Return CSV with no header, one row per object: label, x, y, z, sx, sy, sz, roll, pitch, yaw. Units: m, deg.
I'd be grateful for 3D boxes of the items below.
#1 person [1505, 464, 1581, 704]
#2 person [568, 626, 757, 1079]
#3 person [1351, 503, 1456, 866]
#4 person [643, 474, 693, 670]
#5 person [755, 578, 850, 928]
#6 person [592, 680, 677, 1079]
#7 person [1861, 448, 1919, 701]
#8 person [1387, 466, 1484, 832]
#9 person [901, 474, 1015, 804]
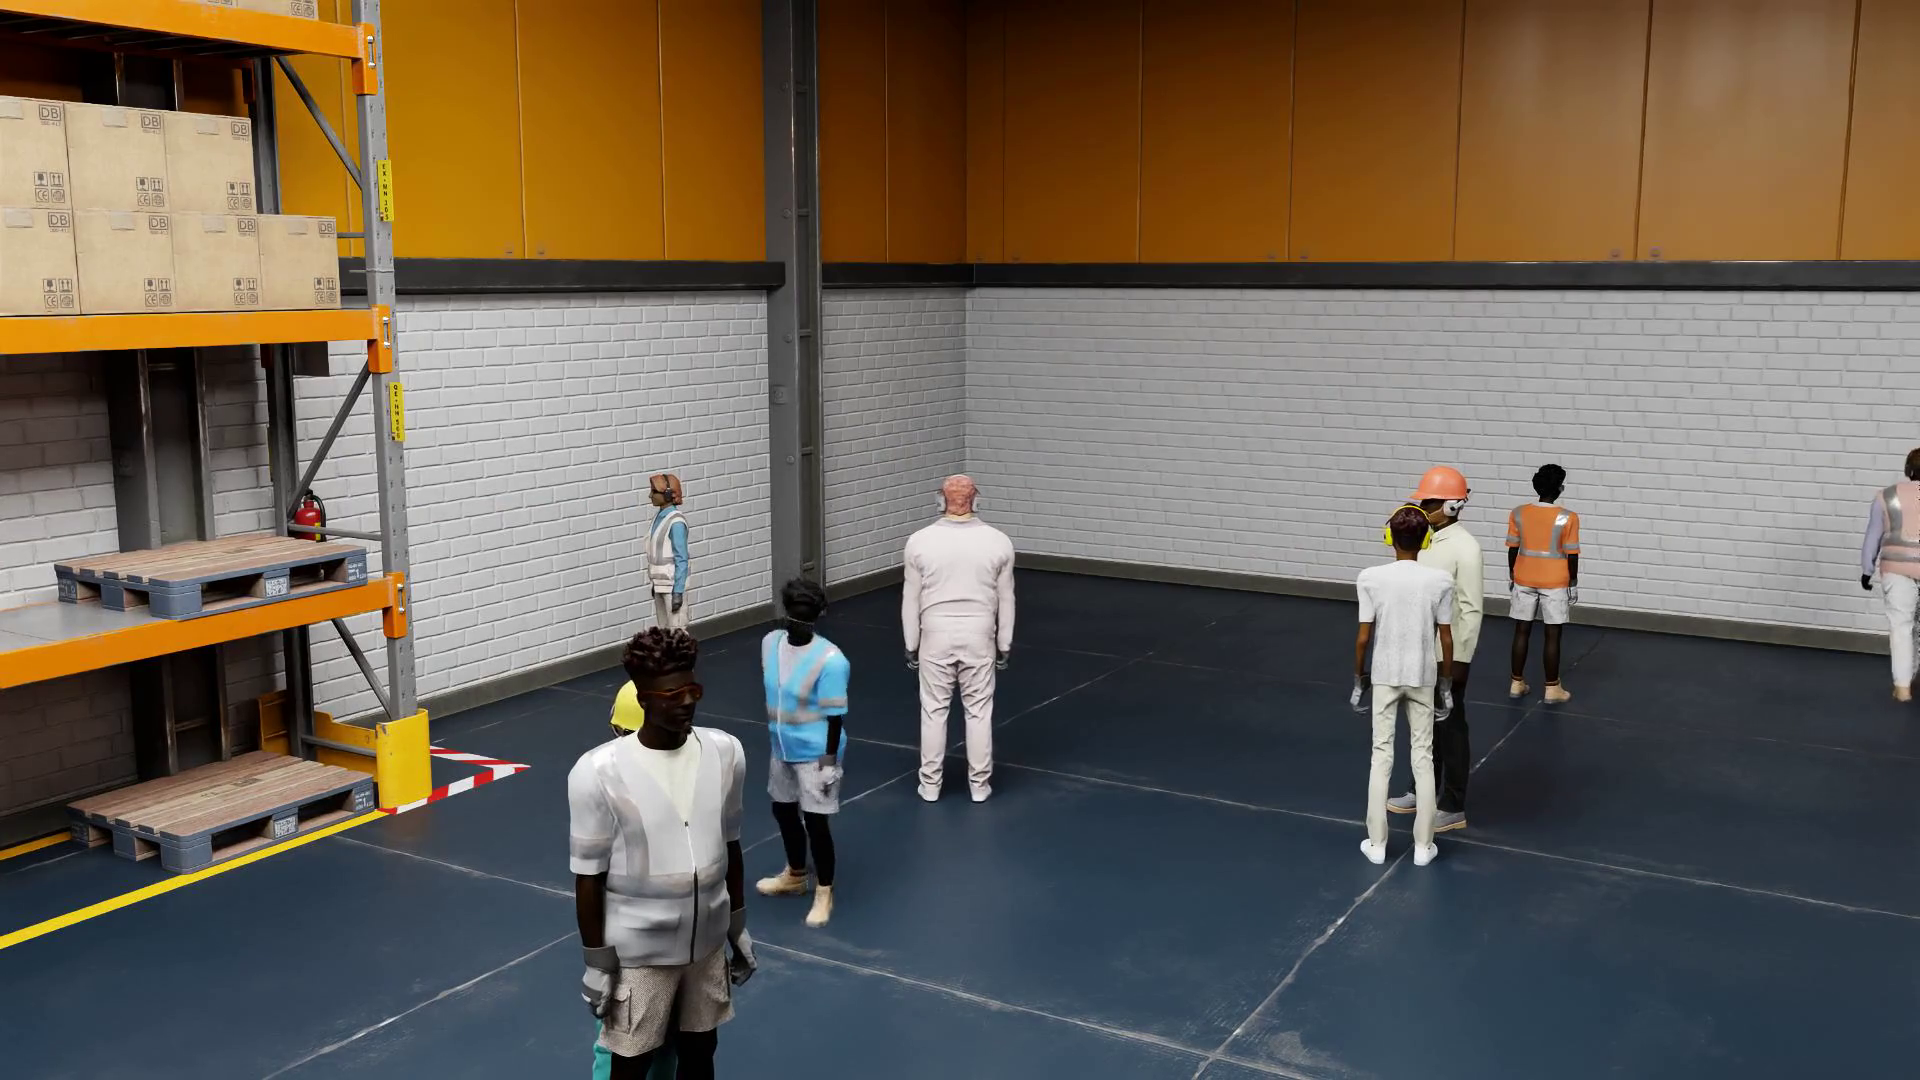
person,4.131,0.305,11.789,0.316,1.695,0.542,-9,13,-44
person,-0.908,1.231,5.171,0.608,1.964,0.365,-8,12,-40
person,2.272,0.741,8.532,0.510,1.872,0.329,2,9,11
person,-2.048,0.346,11.708,0.306,1.640,0.523,-5,10,-29
person,-0.735,0.967,7.738,0.640,1.662,0.403,8,12,42
person,-0.997,1.296,5.390,0.328,1.767,0.530,6,11,34
person,6.849,0.230,11.976,0.640,1.786,1.018,4,10,23
person,2.616,0.586,9.104,0.381,1.994,0.620,-2,9,-12
person,-0.012,0.571,9.521,0.648,1.897,0.399,-1,9,-4
